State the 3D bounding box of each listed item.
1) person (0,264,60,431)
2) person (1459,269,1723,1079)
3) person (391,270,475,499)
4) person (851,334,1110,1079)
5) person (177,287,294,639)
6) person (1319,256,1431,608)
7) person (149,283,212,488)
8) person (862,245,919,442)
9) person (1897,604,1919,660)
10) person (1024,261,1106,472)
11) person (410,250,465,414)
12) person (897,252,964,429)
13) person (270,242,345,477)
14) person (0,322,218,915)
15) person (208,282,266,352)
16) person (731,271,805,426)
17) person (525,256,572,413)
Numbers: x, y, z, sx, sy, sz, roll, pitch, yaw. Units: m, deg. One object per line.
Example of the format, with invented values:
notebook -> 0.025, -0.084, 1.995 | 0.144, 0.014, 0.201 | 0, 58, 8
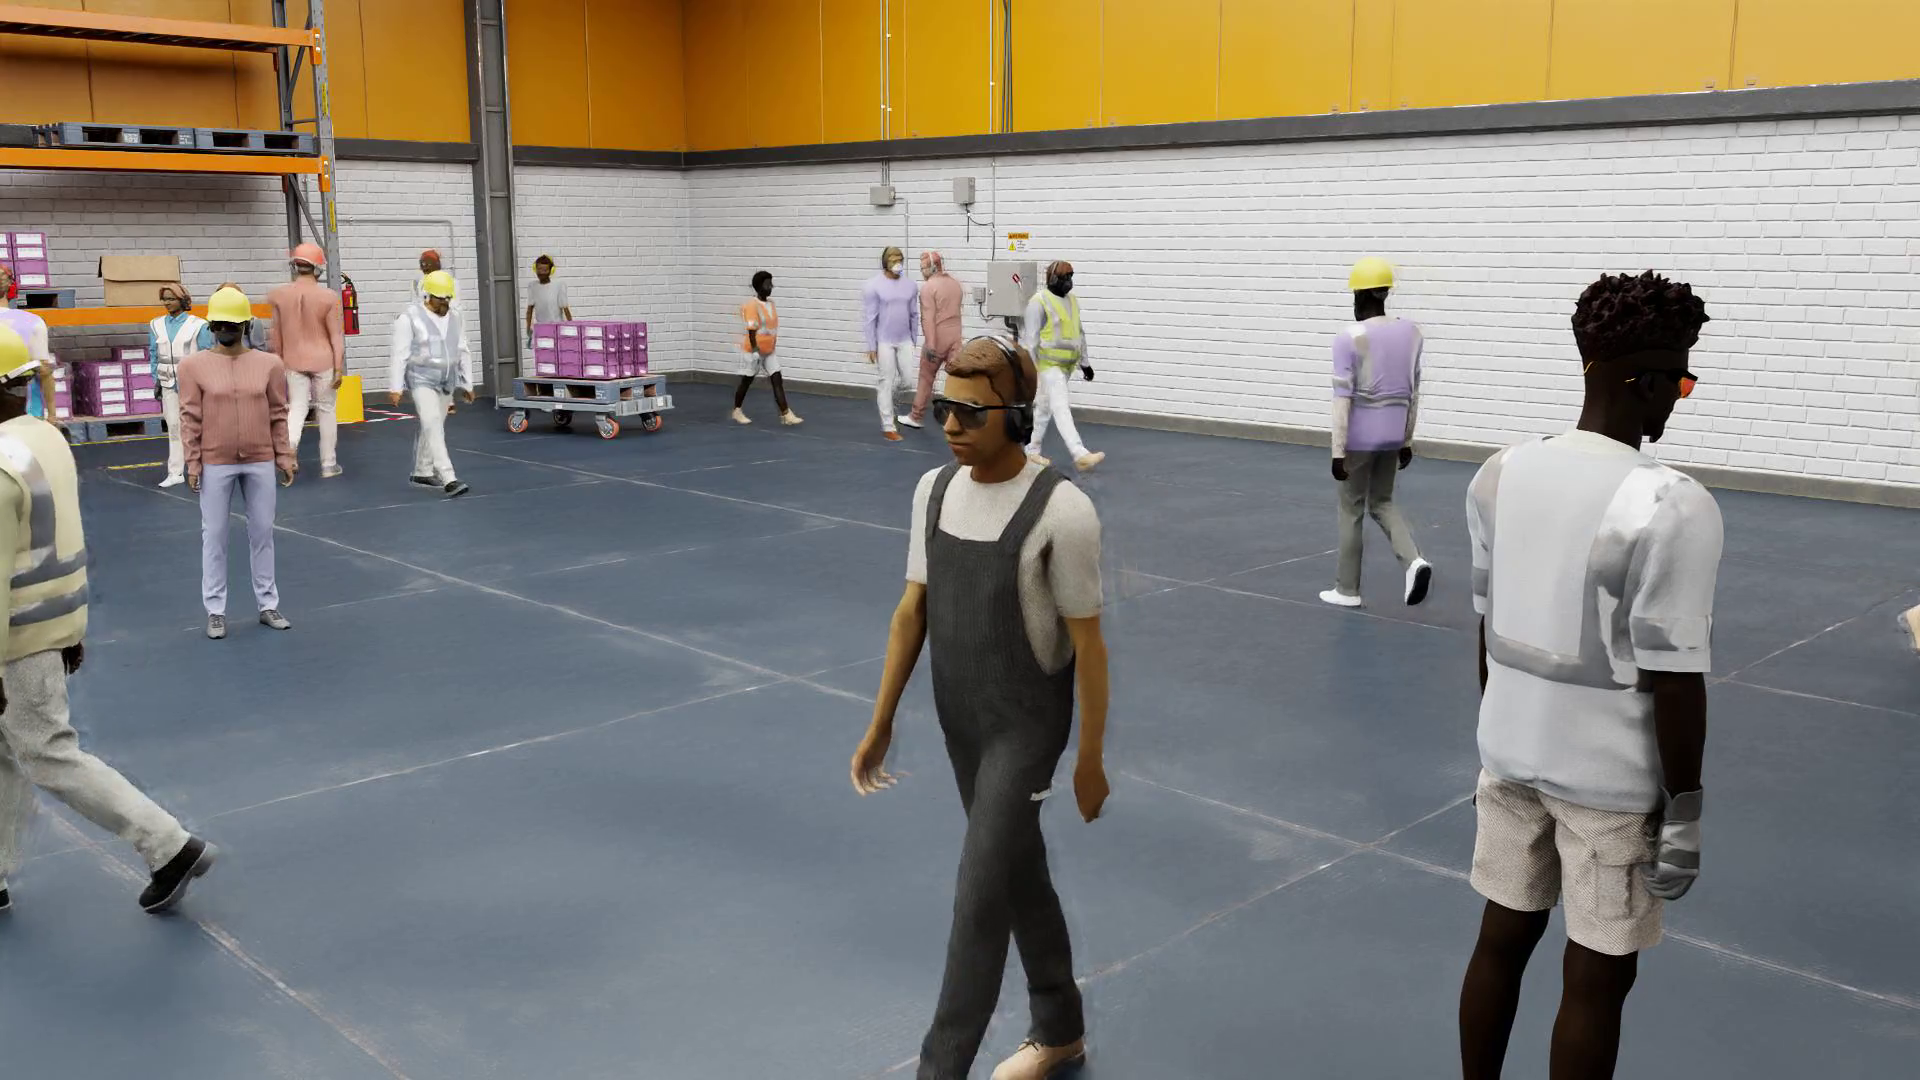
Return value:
person -> -5.931, -0.789, 10.364 | 0.566, 1.849, 0.387 | -2, 11, -10
person -> 1.259, 0.446, 3.344 | 0.372, 1.958, 0.602 | -5, 11, -24
person -> -4.053, -1.211, 12.942 | 0.924, 1.750, 0.655 | 7, 12, 33
person -> -0.003, 0.461, 3.678 | 0.926, 1.802, 0.515 | -9, 13, -39
person -> -3.653, -0.389, 8.429 | 0.524, 1.764, 0.329 | -7, 13, -35
person -> 2.220, -0.549, 8.882 | 0.600, 1.914, 0.619 | -5, 12, -26
person -> -6.238, -1.235, 13.368 | 0.515, 1.641, 0.315 | 1, 10, 6
person -> -0.686, -1.936, 16.417 | 0.627, 1.928, 0.502 | -7, 12, -32
person -> 4.619, -0.329, 7.364 | 0.644, 2.028, 0.512 | -6, 12, -31
person -> 0.901, -1.494, 14.352 | 0.954, 1.790, 0.627 | 7, 13, 35
person -> -5.866, -2.284, 18.534 | 0.614, 1.847, 0.765 | 2, 11, 12
person -> -0.216, -2.038, 17.168 | 0.960, 1.846, 0.667 | 9, 14, 42
person -> -5.395, -1.470, 13.752 | 0.616, 1.968, 0.675 | 0, 10, -2
person -> -2.668, 0.253, 4.824 | 0.842, 1.806, 0.599 | -2, 11, -13
person -> -6.082, -1.346, 13.997 | 0.507, 1.631, 0.275 | 2, 11, 10
person -> -2.109, -2.023, 17.661 | 0.887, 1.647, 0.540 | 6, 12, 28
person -> -4.723, -2.387, 19.284 | 0.540, 1.796, 0.885 | 4, 11, 21
